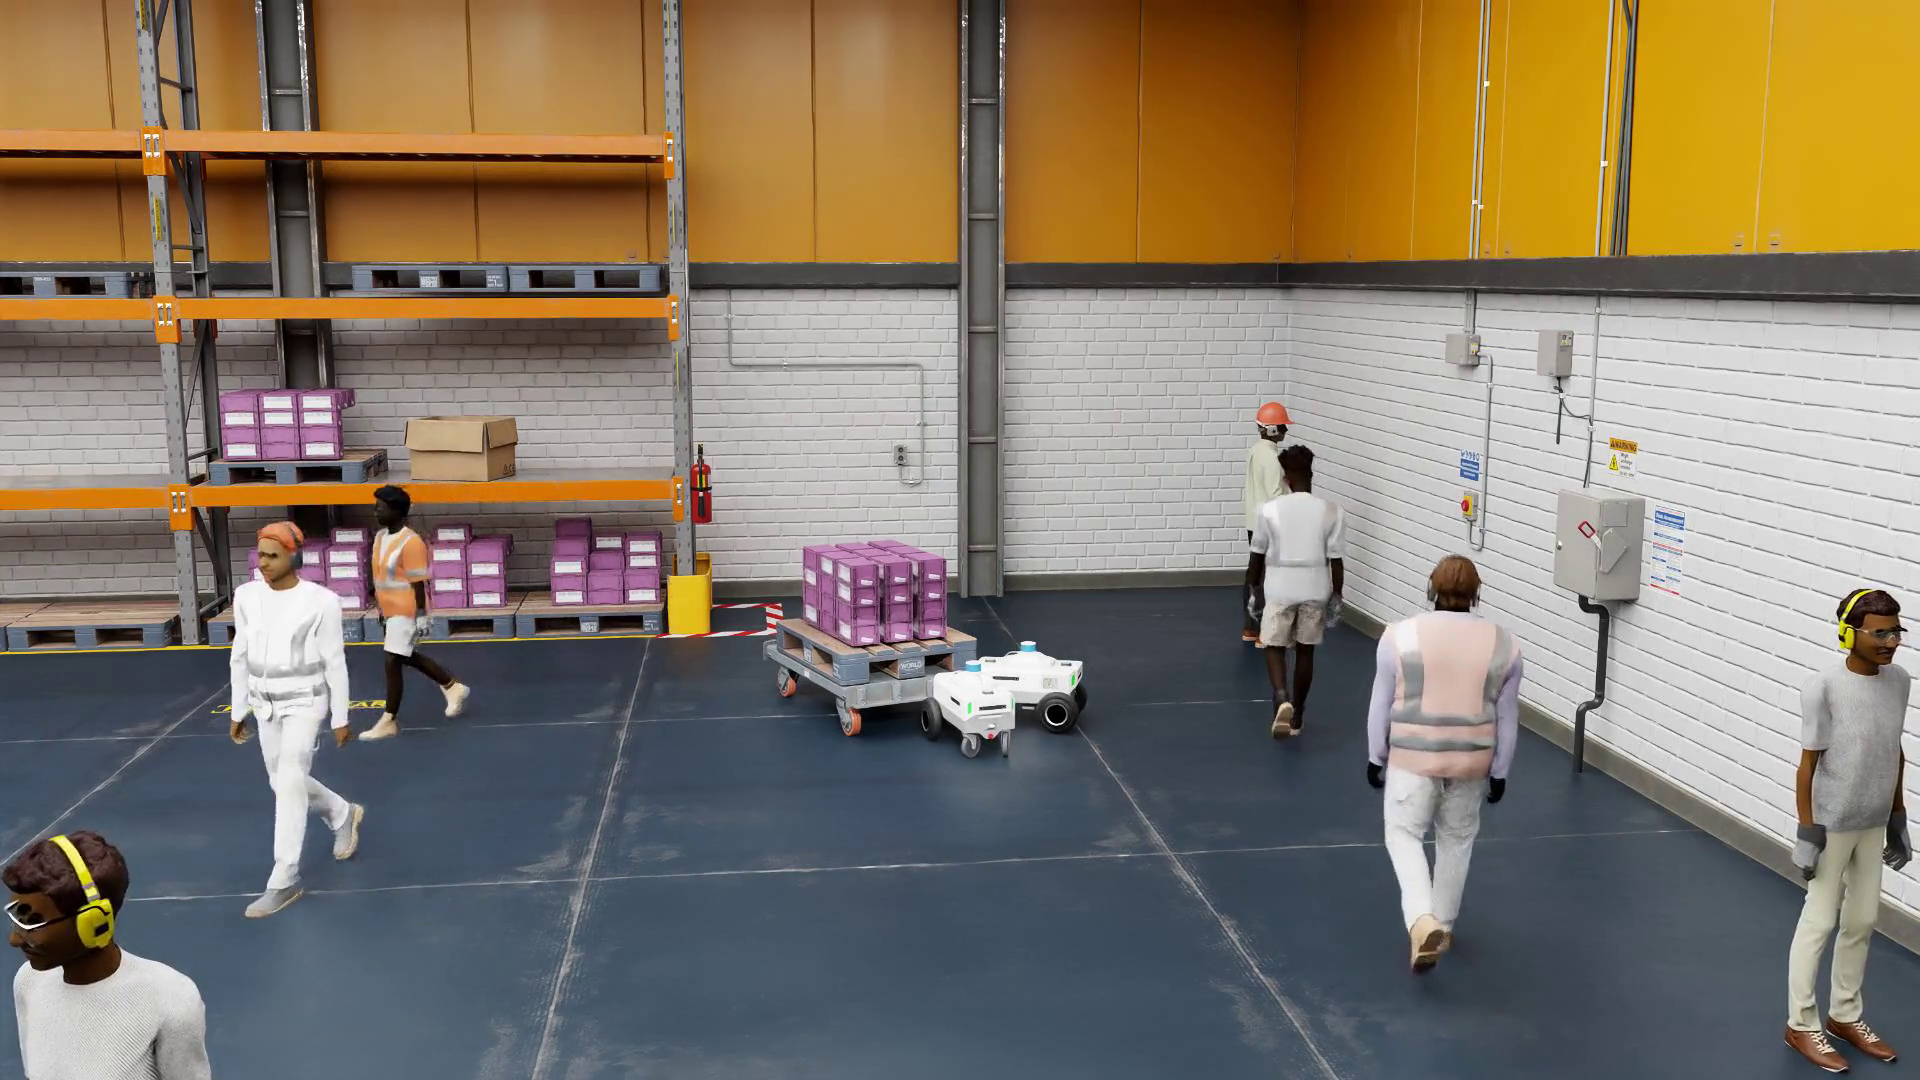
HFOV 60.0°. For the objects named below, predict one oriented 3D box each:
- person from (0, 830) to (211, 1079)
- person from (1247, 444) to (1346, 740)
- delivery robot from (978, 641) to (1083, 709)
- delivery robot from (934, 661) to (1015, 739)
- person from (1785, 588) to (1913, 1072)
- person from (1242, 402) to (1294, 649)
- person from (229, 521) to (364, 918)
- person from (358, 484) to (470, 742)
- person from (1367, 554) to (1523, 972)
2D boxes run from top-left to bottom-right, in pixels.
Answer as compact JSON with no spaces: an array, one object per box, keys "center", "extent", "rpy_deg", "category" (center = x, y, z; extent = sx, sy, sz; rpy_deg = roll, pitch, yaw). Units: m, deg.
[{"center":[-1.849,1.528,3.640],"extent":[0.534,1.863,0.315],"rpy_deg":[3,10,17],"category":"person"},{"center":[2.177,0.356,10.738],"extent":[0.617,1.932,0.694],"rpy_deg":[1,9,9],"category":"person"},{"center":[0.456,0.925,11.179],"extent":[0.707,0.478,0.477],"rpy_deg":[2,9,12],"category":"delivery robot"},{"center":[0.087,1.015,10.618],"extent":[0.477,0.478,0.707],"rpy_deg":[-3,10,-19],"category":"delivery robot"},{"center":[3.414,1.097,6.357],"extent":[0.514,1.864,0.332],"rpy_deg":[-3,10,-19],"category":"person"},{"center":[2.501,-0.121,13.522],"extent":[0.376,1.995,0.608],"rpy_deg":[-1,9,-9],"category":"person"},{"center":[-3.238,0.814,8.144],"extent":[0.579,1.859,0.871],"rpy_deg":[3,10,19],"category":"person"},{"center":[-3.614,0.448,10.969],"extent":[0.773,1.674,0.541],"rpy_deg":[-8,12,-42],"category":"person"},{"center":[2.102,0.970,7.233],"extent":[0.634,1.826,0.712],"rpy_deg":[1,9,4],"category":"person"}]
